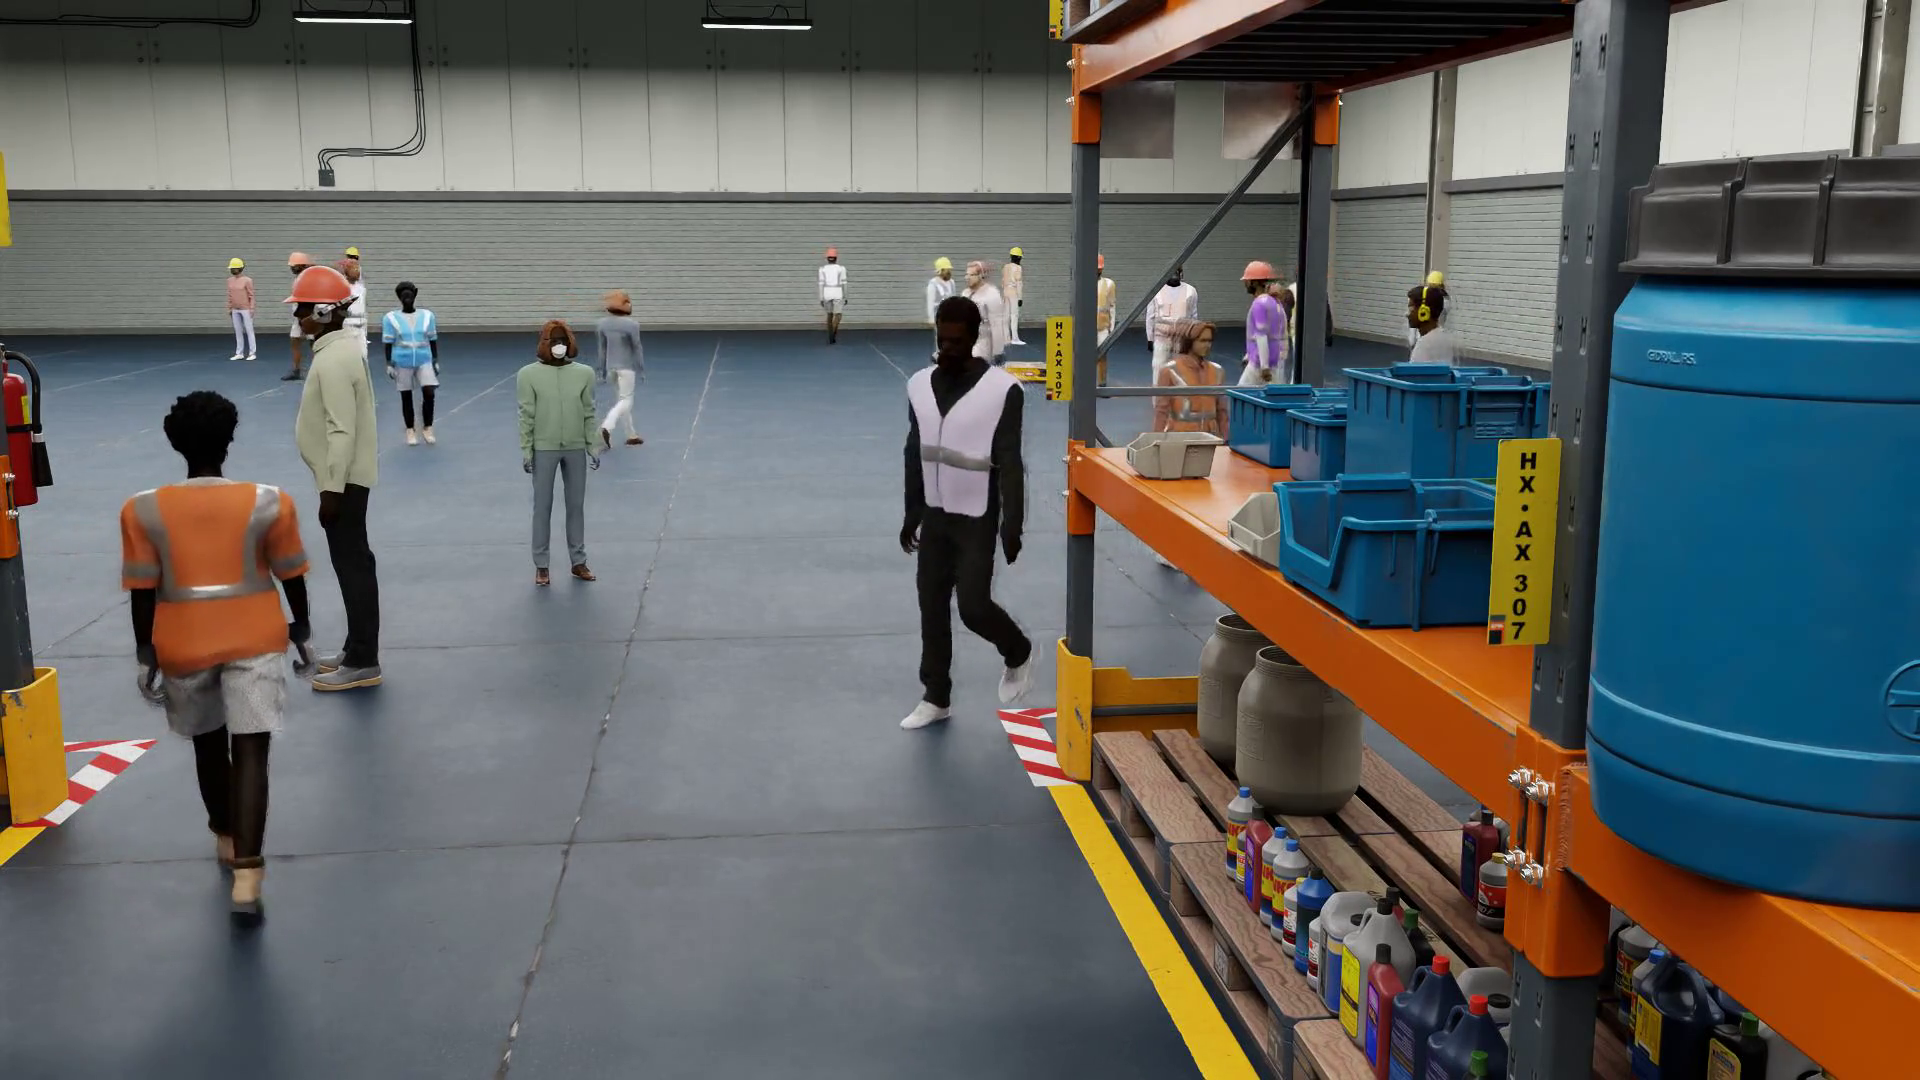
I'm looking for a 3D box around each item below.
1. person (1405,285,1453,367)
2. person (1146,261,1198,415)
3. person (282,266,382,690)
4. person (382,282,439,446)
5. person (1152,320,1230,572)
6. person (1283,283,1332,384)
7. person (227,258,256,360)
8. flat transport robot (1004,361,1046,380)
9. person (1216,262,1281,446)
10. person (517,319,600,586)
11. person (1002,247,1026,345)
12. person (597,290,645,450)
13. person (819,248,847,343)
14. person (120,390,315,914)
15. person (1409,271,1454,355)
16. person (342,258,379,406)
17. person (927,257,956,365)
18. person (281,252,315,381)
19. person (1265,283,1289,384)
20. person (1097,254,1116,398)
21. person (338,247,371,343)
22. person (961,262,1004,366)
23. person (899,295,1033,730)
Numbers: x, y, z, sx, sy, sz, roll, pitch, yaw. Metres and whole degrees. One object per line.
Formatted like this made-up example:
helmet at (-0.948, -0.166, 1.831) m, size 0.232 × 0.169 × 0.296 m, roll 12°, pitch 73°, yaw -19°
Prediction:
person at (3.038, -0.732, 10.777) m, size 0.958 × 1.832 × 0.513 m, roll 8°, pitch 13°, yaw 38°
person at (2.546, -2.416, 19.999) m, size 0.632 × 1.843 × 0.429 m, roll 0°, pitch 10°, yaw -2°
person at (-2.952, -0.291, 7.891) m, size 0.379 × 1.996 × 0.609 m, roll -3°, pitch 11°, yaw -16°
person at (-5.555, -1.774, 16.884) m, size 0.549 × 1.670 × 0.632 m, roll -5°, pitch 12°, yaw -26°
person at (1.498, -0.556, 10.377) m, size 0.535 × 1.601 × 0.801 m, roll -7°, pitch 12°, yaw -33°
person at (4.454, -2.645, 21.360) m, size 0.641 × 1.798 × 0.950 m, roll -4°, pitch 11°, yaw -20°
person at (-12.439, -3.984, 28.773) m, size 0.526 × 1.765 × 0.329 m, roll 3°, pitch 11°, yaw 18°
flat transport robot at (1.002, -2.535, 24.924) m, size 0.652 × 0.197 × 1.431 m, roll 0°, pitch 10°, yaw 0°
person at (2.969, -1.793, 16.438) m, size 0.980 × 1.892 × 0.556 m, roll 6°, pitch 12°, yaw 28°
person at (-2.469, -0.543, 10.264) m, size 0.499 × 1.633 × 0.279 m, roll -6°, pitch 12°, yaw -30°
person at (1.066, -4.835, 33.013) m, size 0.392 × 1.918 × 0.589 m, roll -6°, pitch 12°, yaw -32°
person at (-3.443, -1.715, 16.765) m, size 0.507 × 1.605 × 0.741 m, roll 6°, pitch 12°, yaw 28°
person at (-2.551, -4.880, 33.274) m, size 0.554 × 1.917 × 0.690 m, roll 1°, pitch 10°, yaw 7°
person at (-2.367, 0.348, 5.340) m, size 0.538 × 1.656 × 0.884 m, roll -3°, pitch 11°, yaw -17°
person at (5.687, -2.360, 19.982) m, size 0.500 × 1.713 × 0.717 m, roll 6°, pitch 12°, yaw 29°
person at (-7.696, -2.602, 20.909) m, size 0.669 × 1.867 × 0.596 m, roll 4°, pitch 11°, yaw 21°
person at (-0.282, -3.433, 25.581) m, size 0.500 × 1.822 × 0.605 m, roll 8°, pitch 13°, yaw 36°
person at (-9.742, -3.344, 24.887) m, size 0.894 × 1.911 × 0.553 m, roll -10°, pitch 14°, yaw -43°
person at (3.397, -1.950, 17.985) m, size 0.311 × 1.635 × 0.513 m, roll 2°, pitch 11°, yaw 10°
person at (1.789, -2.824, 21.996) m, size 0.548 × 1.928 × 0.412 m, roll -1°, pitch 10°, yaw -4°
person at (-12.126, -4.879, 33.250) m, size 0.585 × 1.920 × 0.383 m, roll 5°, pitch 11°, yaw 25°
person at (0.141, -2.137, 18.411) m, size 1.004 × 1.854 × 0.662 m, roll -6°, pitch 12°, yaw -29°
person at (0.056, -0.120, 7.247) m, size 0.622 × 1.895 × 0.590 m, roll 8°, pitch 13°, yaw 39°
